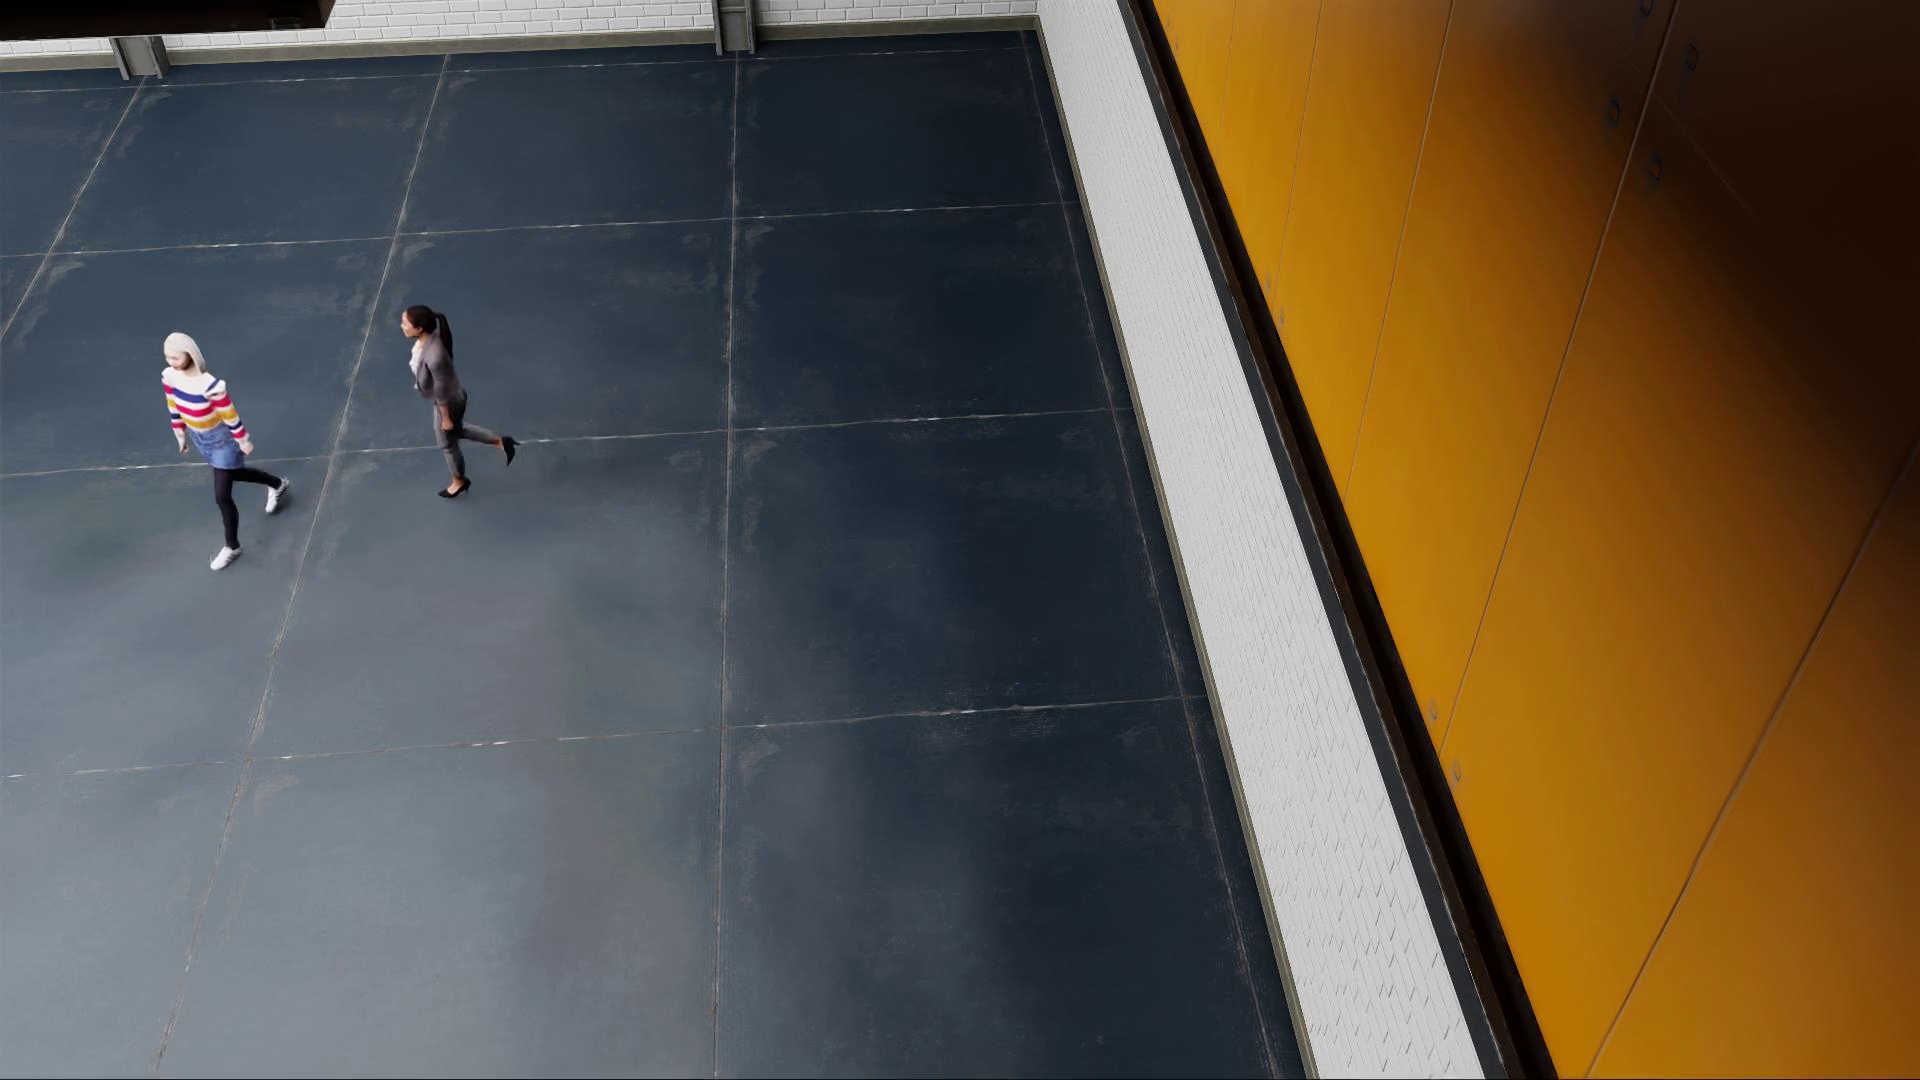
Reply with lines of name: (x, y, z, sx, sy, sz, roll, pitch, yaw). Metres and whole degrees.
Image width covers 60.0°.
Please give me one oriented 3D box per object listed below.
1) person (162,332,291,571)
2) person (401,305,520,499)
person: (-5.060, -0.728, 11.465, 1.185, 1.768, 1.083, 17, 46, 17)
person: (-3.556, -0.981, 11.810, 0.937, 1.659, 0.728, -13, 45, -13)
